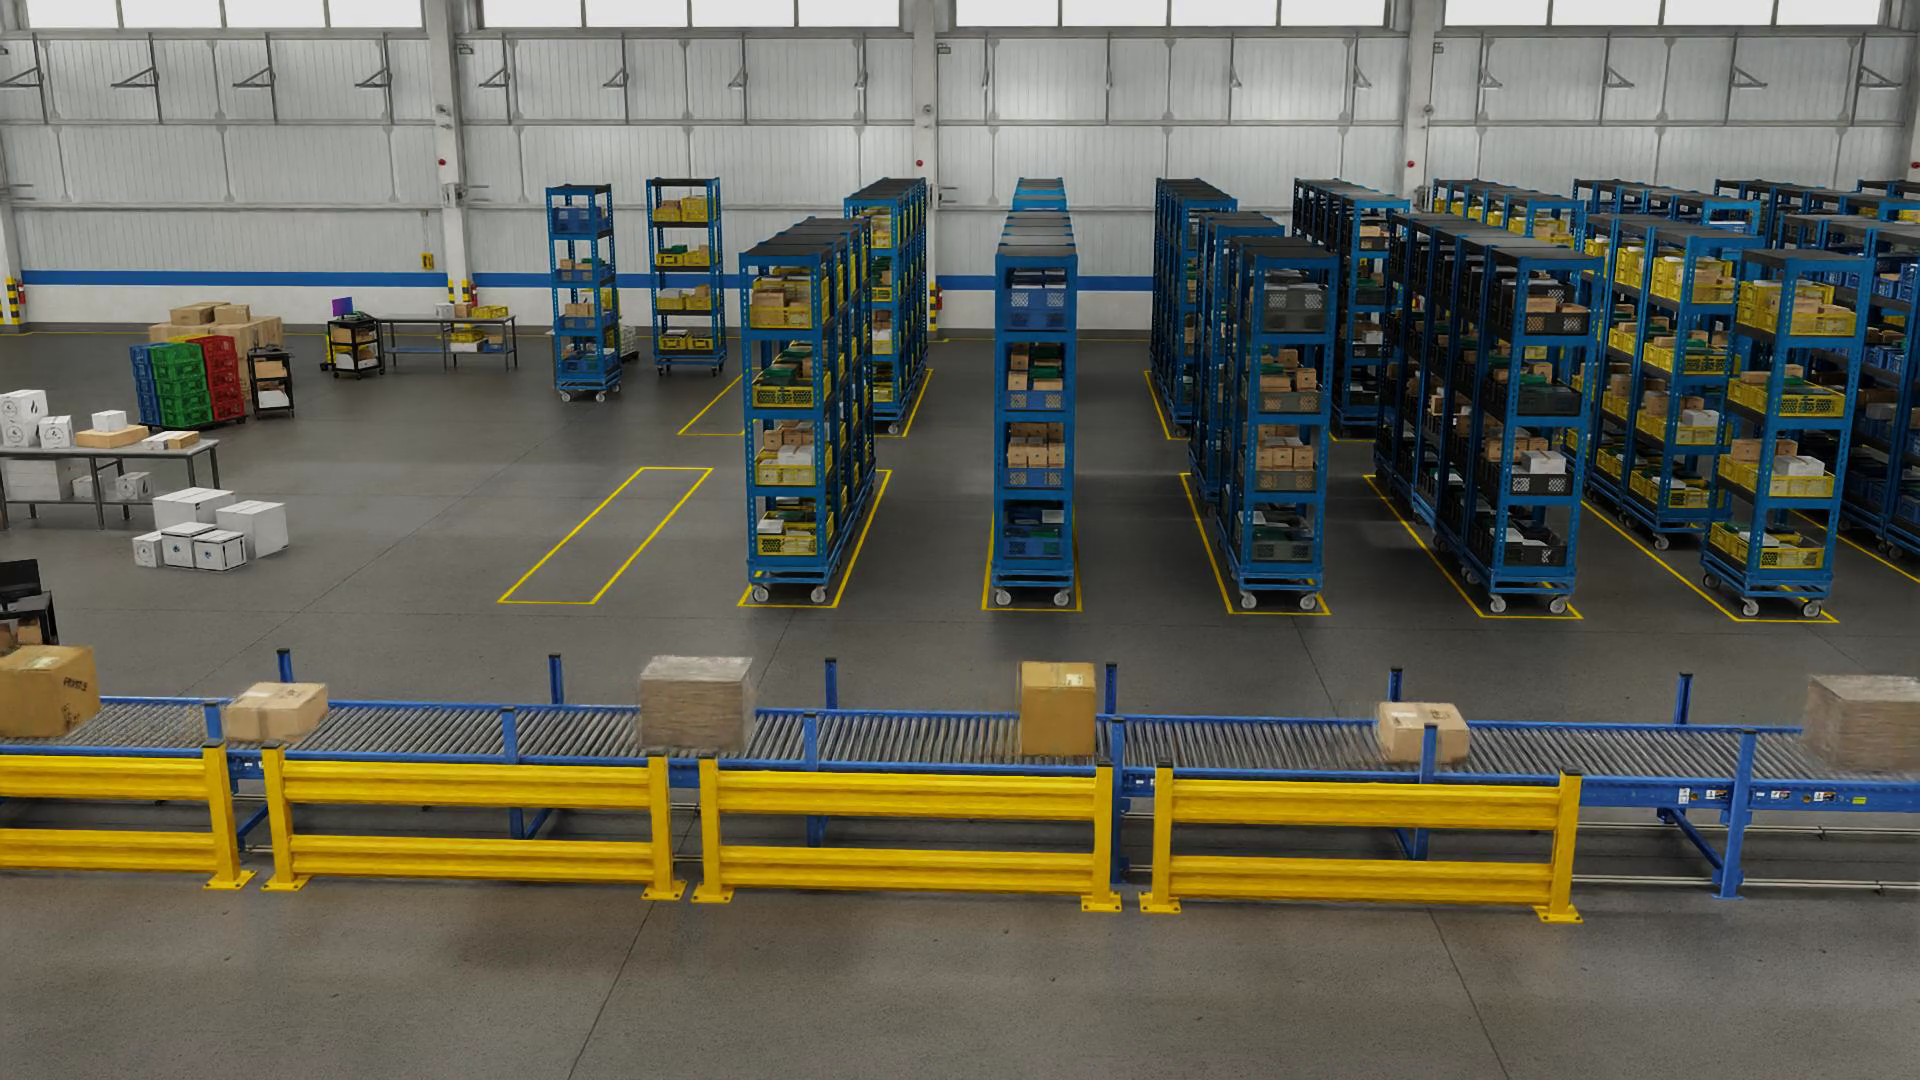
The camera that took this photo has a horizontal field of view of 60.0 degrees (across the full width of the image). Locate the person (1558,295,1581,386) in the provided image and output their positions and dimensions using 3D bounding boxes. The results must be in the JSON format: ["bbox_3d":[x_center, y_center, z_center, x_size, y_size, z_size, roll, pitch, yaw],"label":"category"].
[{"bbox_3d":[9.899,-3.073,27.176,0.397,1.990,0.627,-3,15,-10],"label":"person"}]
